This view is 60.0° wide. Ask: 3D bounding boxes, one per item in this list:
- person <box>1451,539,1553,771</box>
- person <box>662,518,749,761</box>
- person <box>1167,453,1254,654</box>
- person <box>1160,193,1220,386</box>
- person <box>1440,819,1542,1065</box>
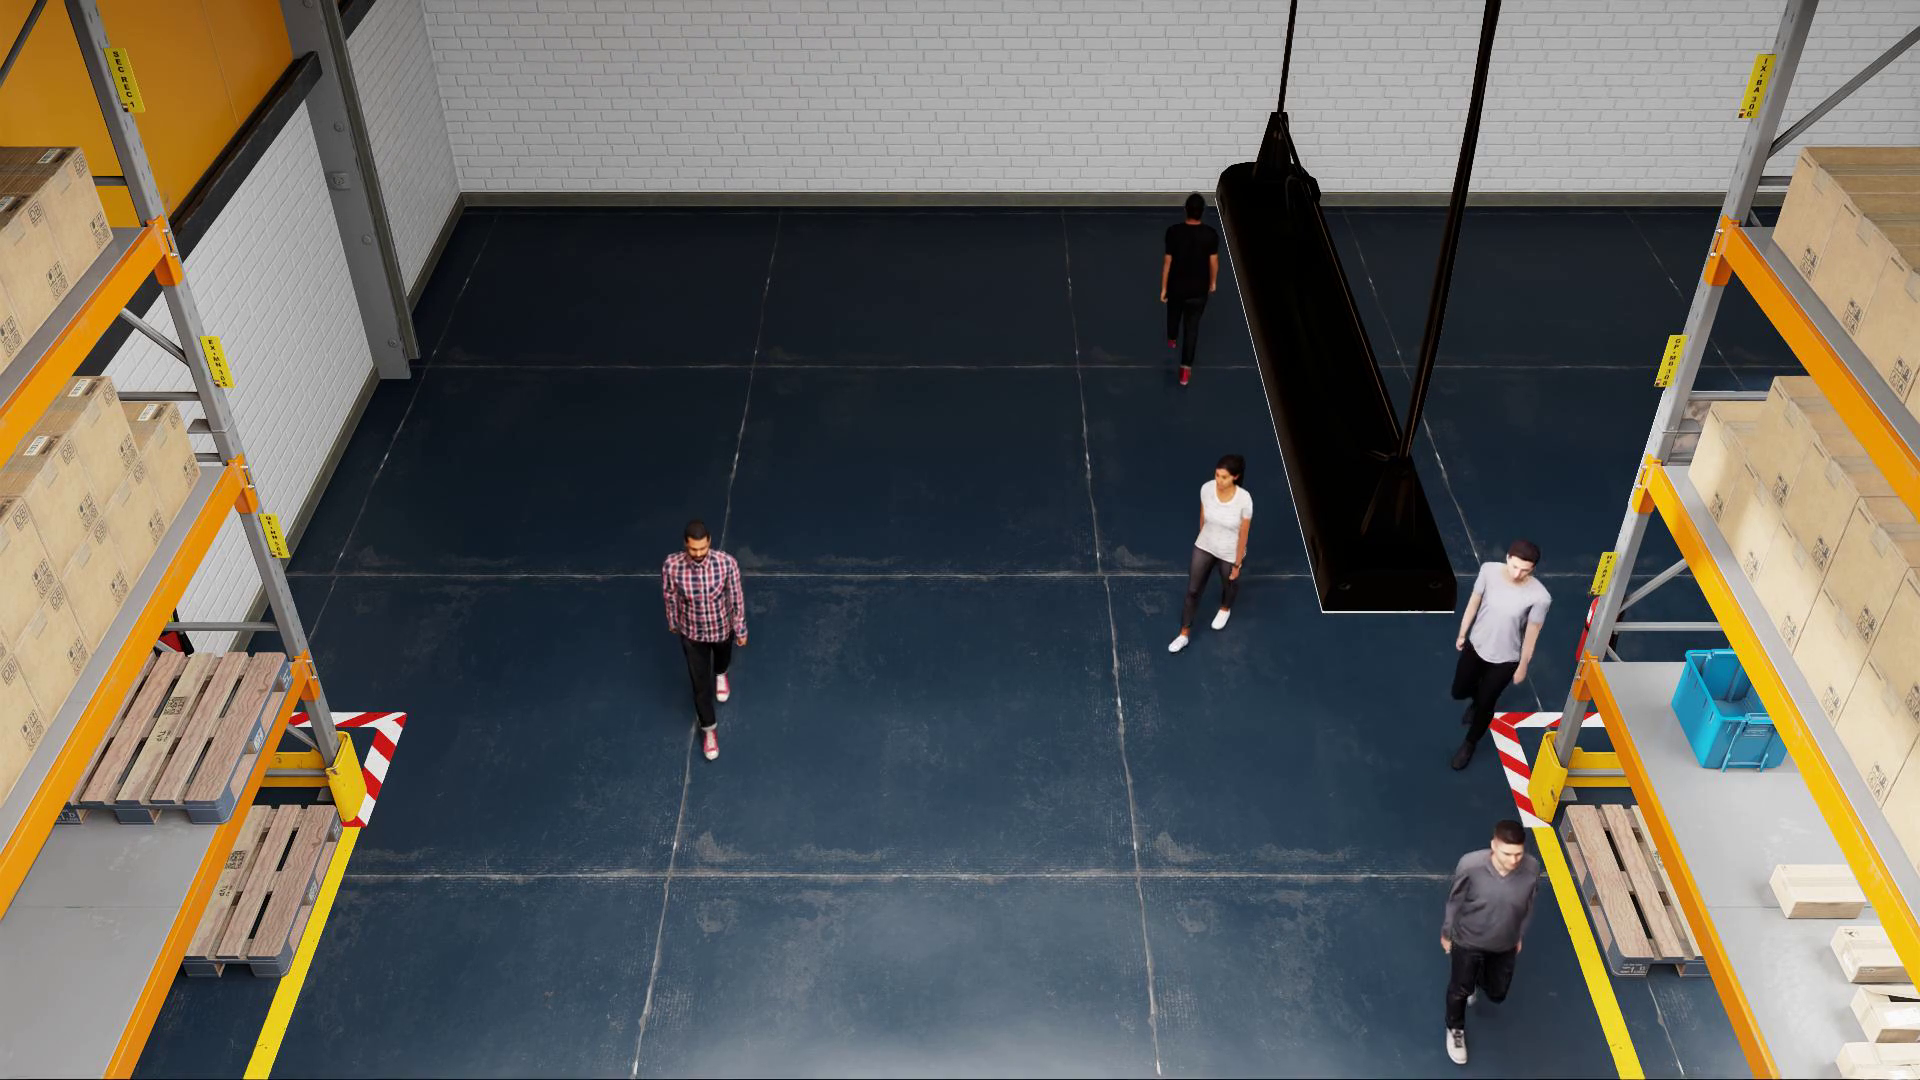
[{"bbox_3d":[3.570,0.693,10.978,0.944,1.846,1.009,31,48,33],"label":"person"},{"bbox_3d":[-1.706,0.529,11.287,0.833,1.718,1.167,-6,39,-7],"label":"person"},{"bbox_3d":[1.925,0.028,11.998,0.861,1.613,1.032,19,42,22],"label":"person"},{"bbox_3d":[2.014,-2.181,14.680,0.768,1.717,1.129,5,39,6],"label":"person"},{"bbox_3d":[2.904,2.137,9.243,0.624,1.754,0.793,1,39,1],"label":"person"}]
